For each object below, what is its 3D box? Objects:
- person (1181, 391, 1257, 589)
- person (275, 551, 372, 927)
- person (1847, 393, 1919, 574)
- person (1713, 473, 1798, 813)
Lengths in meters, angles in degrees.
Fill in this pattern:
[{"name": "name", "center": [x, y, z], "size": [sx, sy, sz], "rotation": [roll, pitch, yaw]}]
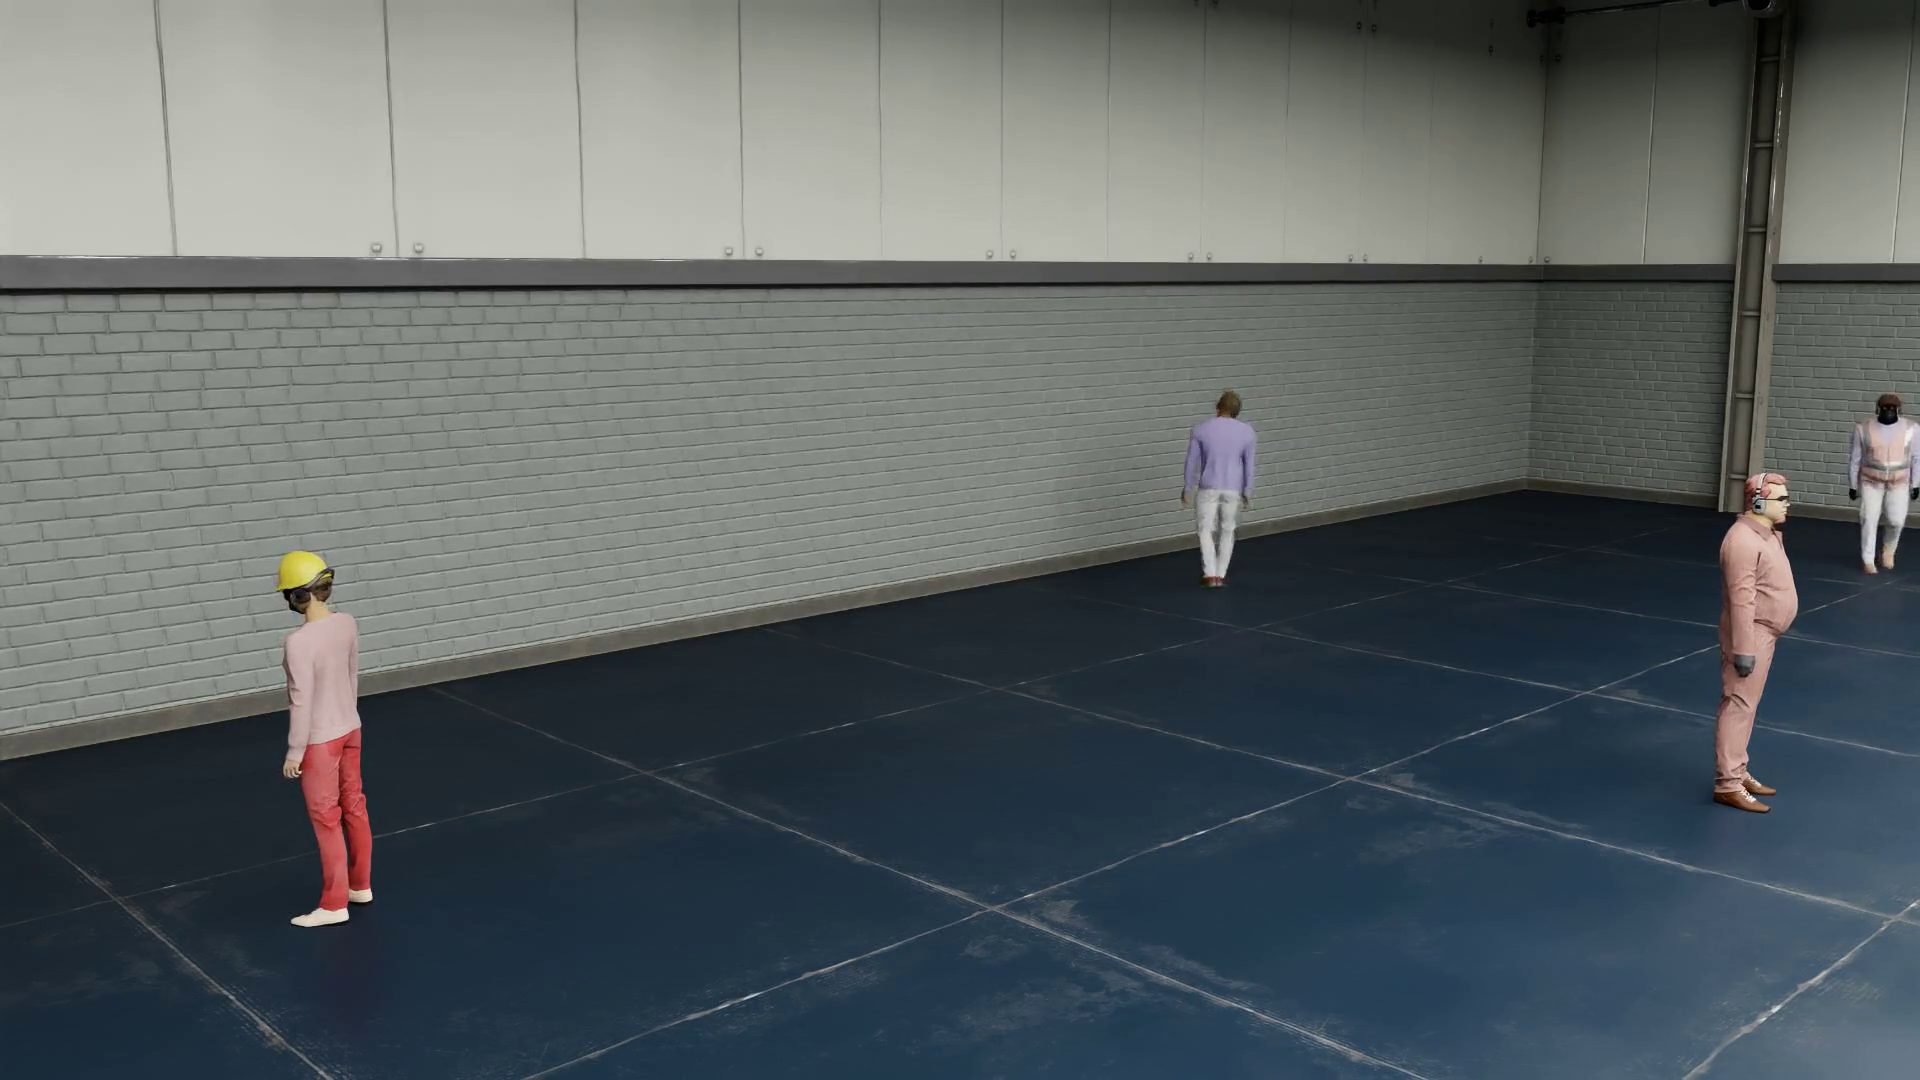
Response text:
[{"name": "person", "center": [2.484, -0.467, 15.949], "size": [0.693, 1.915, 0.523], "rotation": [0, 9, -2]}, {"name": "person", "center": [-2.977, 0.919, 7.740], "size": [0.326, 1.761, 0.523], "rotation": [2, 9, 10]}, {"name": "person", "center": [9.273, -0.563, 16.699], "size": [0.666, 1.836, 0.436], "rotation": [4, 10, 22]}, {"name": "person", "center": [4.523, 0.568, 9.462], "size": [0.409, 1.909, 0.639], "rotation": [6, 11, 32]}]
